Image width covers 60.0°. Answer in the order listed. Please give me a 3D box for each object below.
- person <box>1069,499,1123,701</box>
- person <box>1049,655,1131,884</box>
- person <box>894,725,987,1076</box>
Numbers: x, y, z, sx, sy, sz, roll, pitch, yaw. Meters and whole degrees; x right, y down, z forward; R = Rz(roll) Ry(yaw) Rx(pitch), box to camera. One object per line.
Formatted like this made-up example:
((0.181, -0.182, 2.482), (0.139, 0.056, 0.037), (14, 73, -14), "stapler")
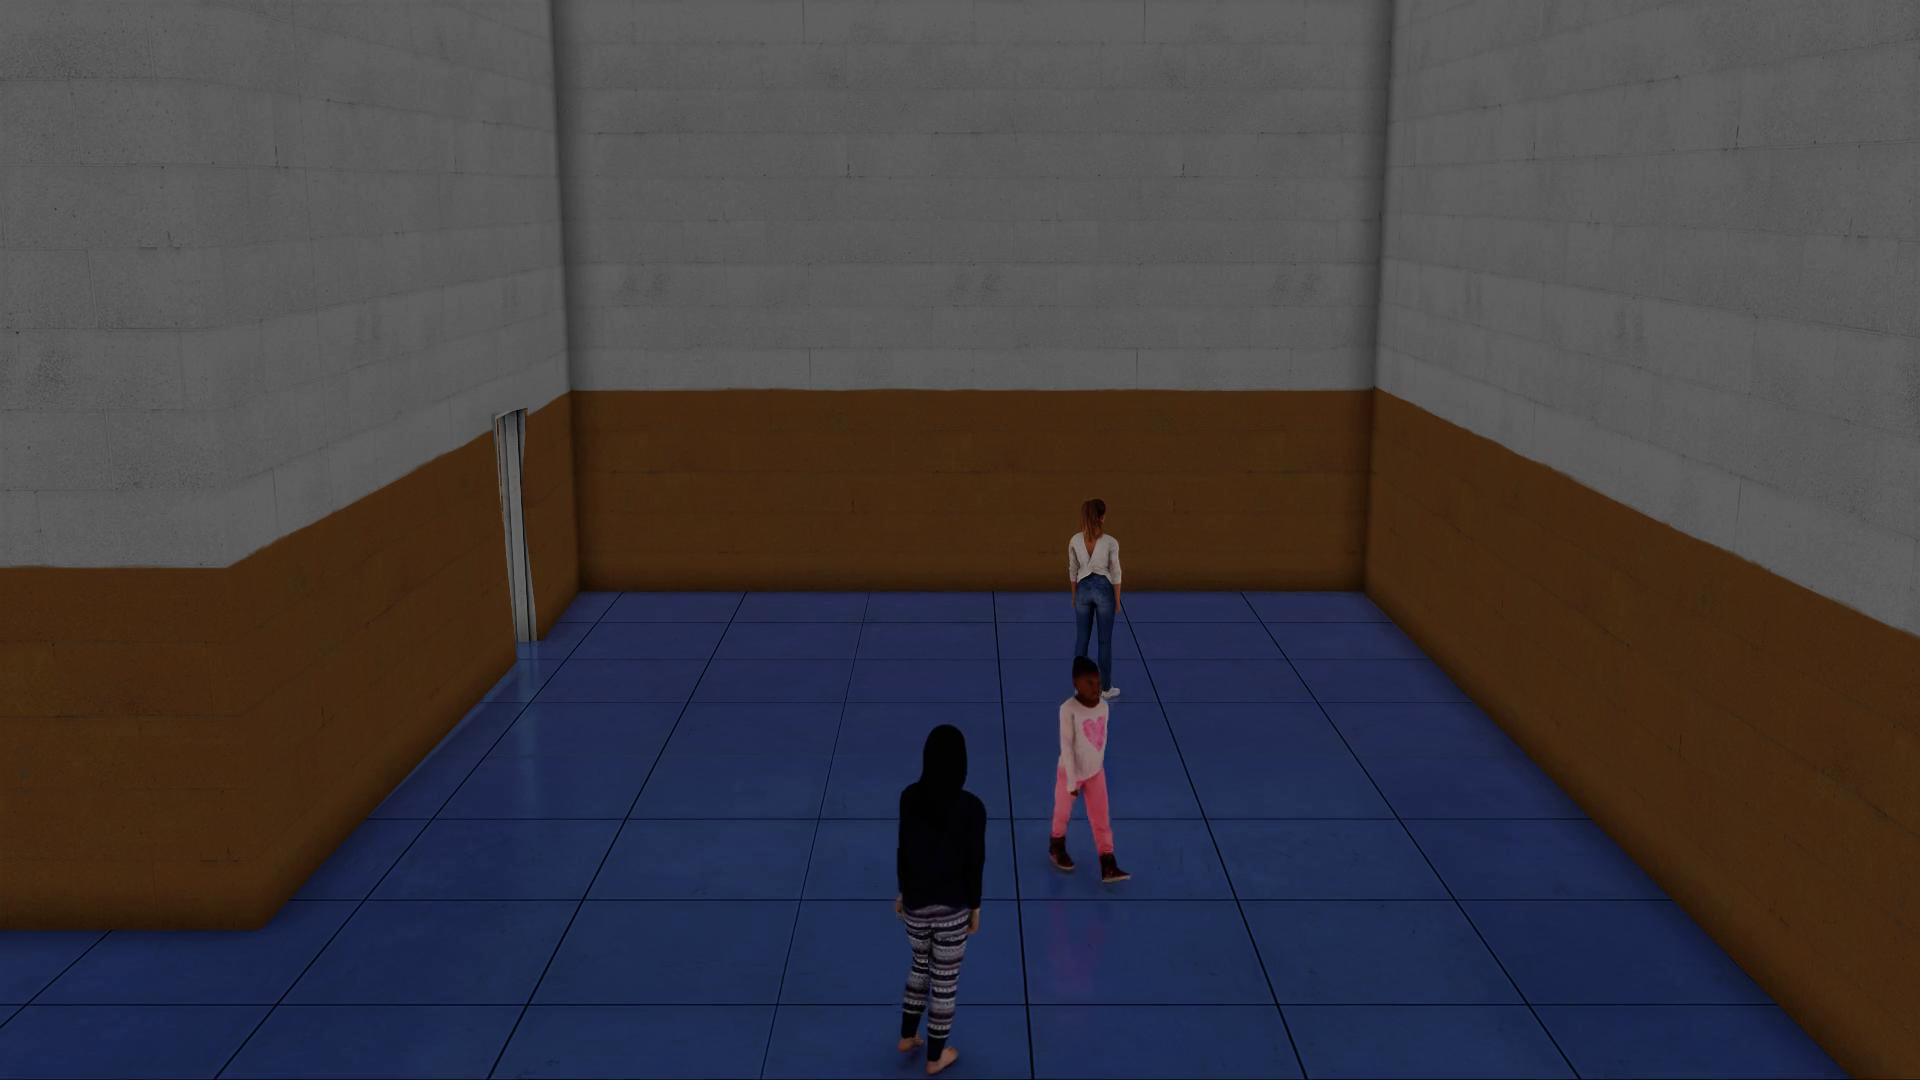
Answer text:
((1.140, 0.496, 14.064), (0.607, 1.720, 0.742), (5, 13, 23), "person")
((0.713, 1.422, 10.411), (0.993, 1.413, 0.898), (-6, 13, -26), "person")
((-0.131, 1.757, 8.081), (0.652, 1.716, 0.765), (5, 13, 23), "person")
